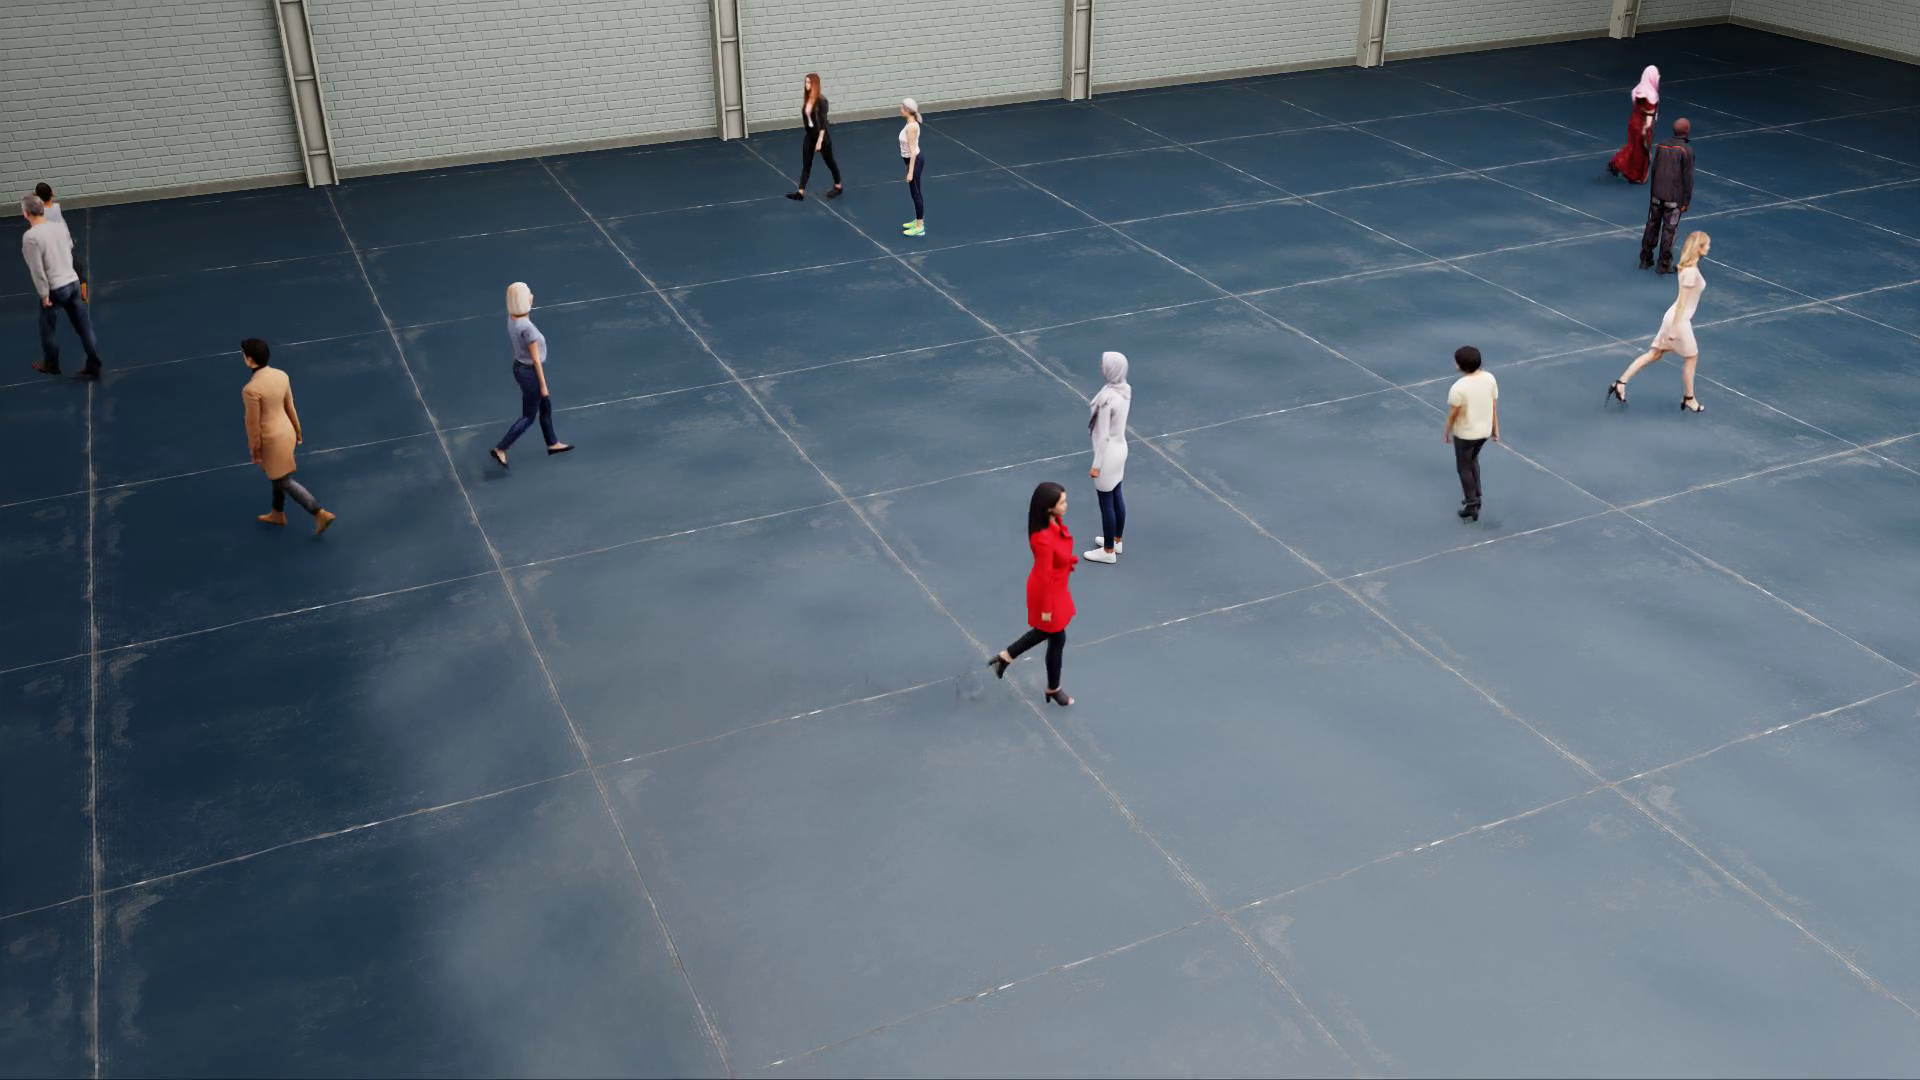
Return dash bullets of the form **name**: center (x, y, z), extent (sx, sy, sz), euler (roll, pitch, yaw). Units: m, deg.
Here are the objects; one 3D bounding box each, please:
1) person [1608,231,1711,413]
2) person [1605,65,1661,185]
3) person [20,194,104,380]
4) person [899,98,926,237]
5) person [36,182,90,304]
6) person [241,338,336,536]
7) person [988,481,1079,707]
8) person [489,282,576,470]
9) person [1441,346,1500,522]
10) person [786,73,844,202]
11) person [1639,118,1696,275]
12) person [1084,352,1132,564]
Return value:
- **person**: center (6.726, -2.049, 15.855), extent (1.193, 1.786, 1.040), euler (6, 29, 10)
- **person**: center (9.307, -5.704, 22.887), extent (0.905, 1.629, 0.810), euler (-1, 28, -1)
- **person**: center (-8.906, -2.481, 16.574), extent (1.189, 1.873, 1.121), euler (9, 29, 17)
- **person**: center (-0.580, -4.708, 20.938), extent (0.673, 1.702, 0.676), euler (0, 28, 0)
- **person**: center (-10.117, -3.351, 18.651), extent (0.541, 1.456, 0.693), euler (-23, 36, -37)
- **person**: center (-5.555, -0.815, 13.635), extent (1.161, 1.696, 1.084), euler (8, 29, 15)
- **person**: center (0.518, 0.377, 11.355), extent (0.960, 1.735, 0.843), euler (2, 28, 4)
- **person**: center (-3.913, -1.433, 14.797), extent (1.102, 1.695, 0.718), euler (-18, 33, -30)
- **person**: center (4.304, -0.870, 13.892), extent (0.475, 1.550, 0.696), euler (-6, 29, -10)
- **person**: center (-1.812, -5.354, 22.187), extent (1.210, 1.668, 0.872), euler (-24, 36, -38)
- **person**: center (8.355, -4.073, 19.613), extent (0.659, 1.825, 0.734), euler (-18, 33, -30)
- **person**: center (1.199, -0.660, 13.258), extent (0.761, 1.775, 0.665), euler (15, 31, 25)
